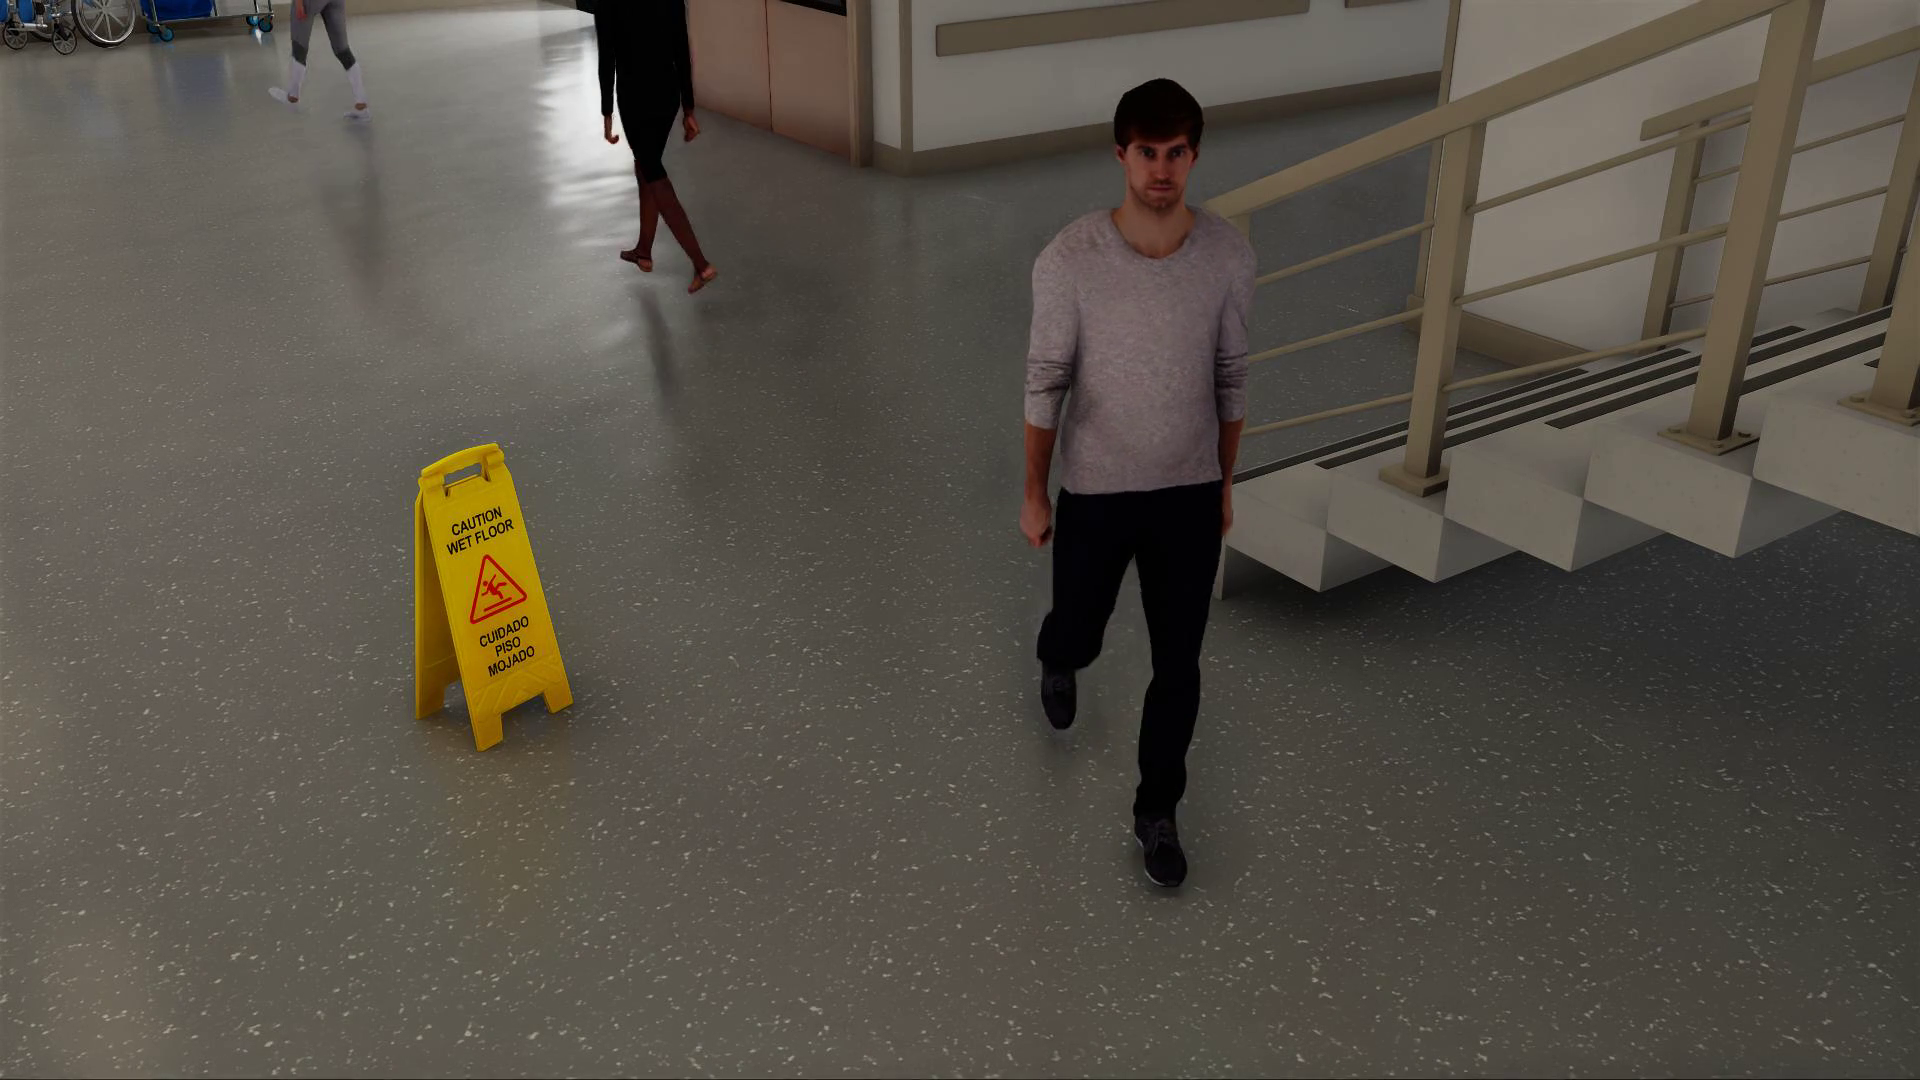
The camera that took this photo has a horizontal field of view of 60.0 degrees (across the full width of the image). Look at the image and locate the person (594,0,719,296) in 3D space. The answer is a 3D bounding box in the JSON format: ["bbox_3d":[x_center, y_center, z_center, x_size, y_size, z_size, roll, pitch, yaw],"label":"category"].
[{"bbox_3d":[-1.417,-1.967,7.826,0.709,1.680,1.213,-22,33,-38],"label":"person"}]

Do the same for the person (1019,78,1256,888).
[{"bbox_3d":[0.394,-0.152,3.898,1.000,1.821,1.190,-3,26,-5],"label":"person"}]

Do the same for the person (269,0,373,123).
[{"bbox_3d":[-4.346,-3.690,11.420,1.163,1.661,0.880,14,29,27],"label":"person"}]
